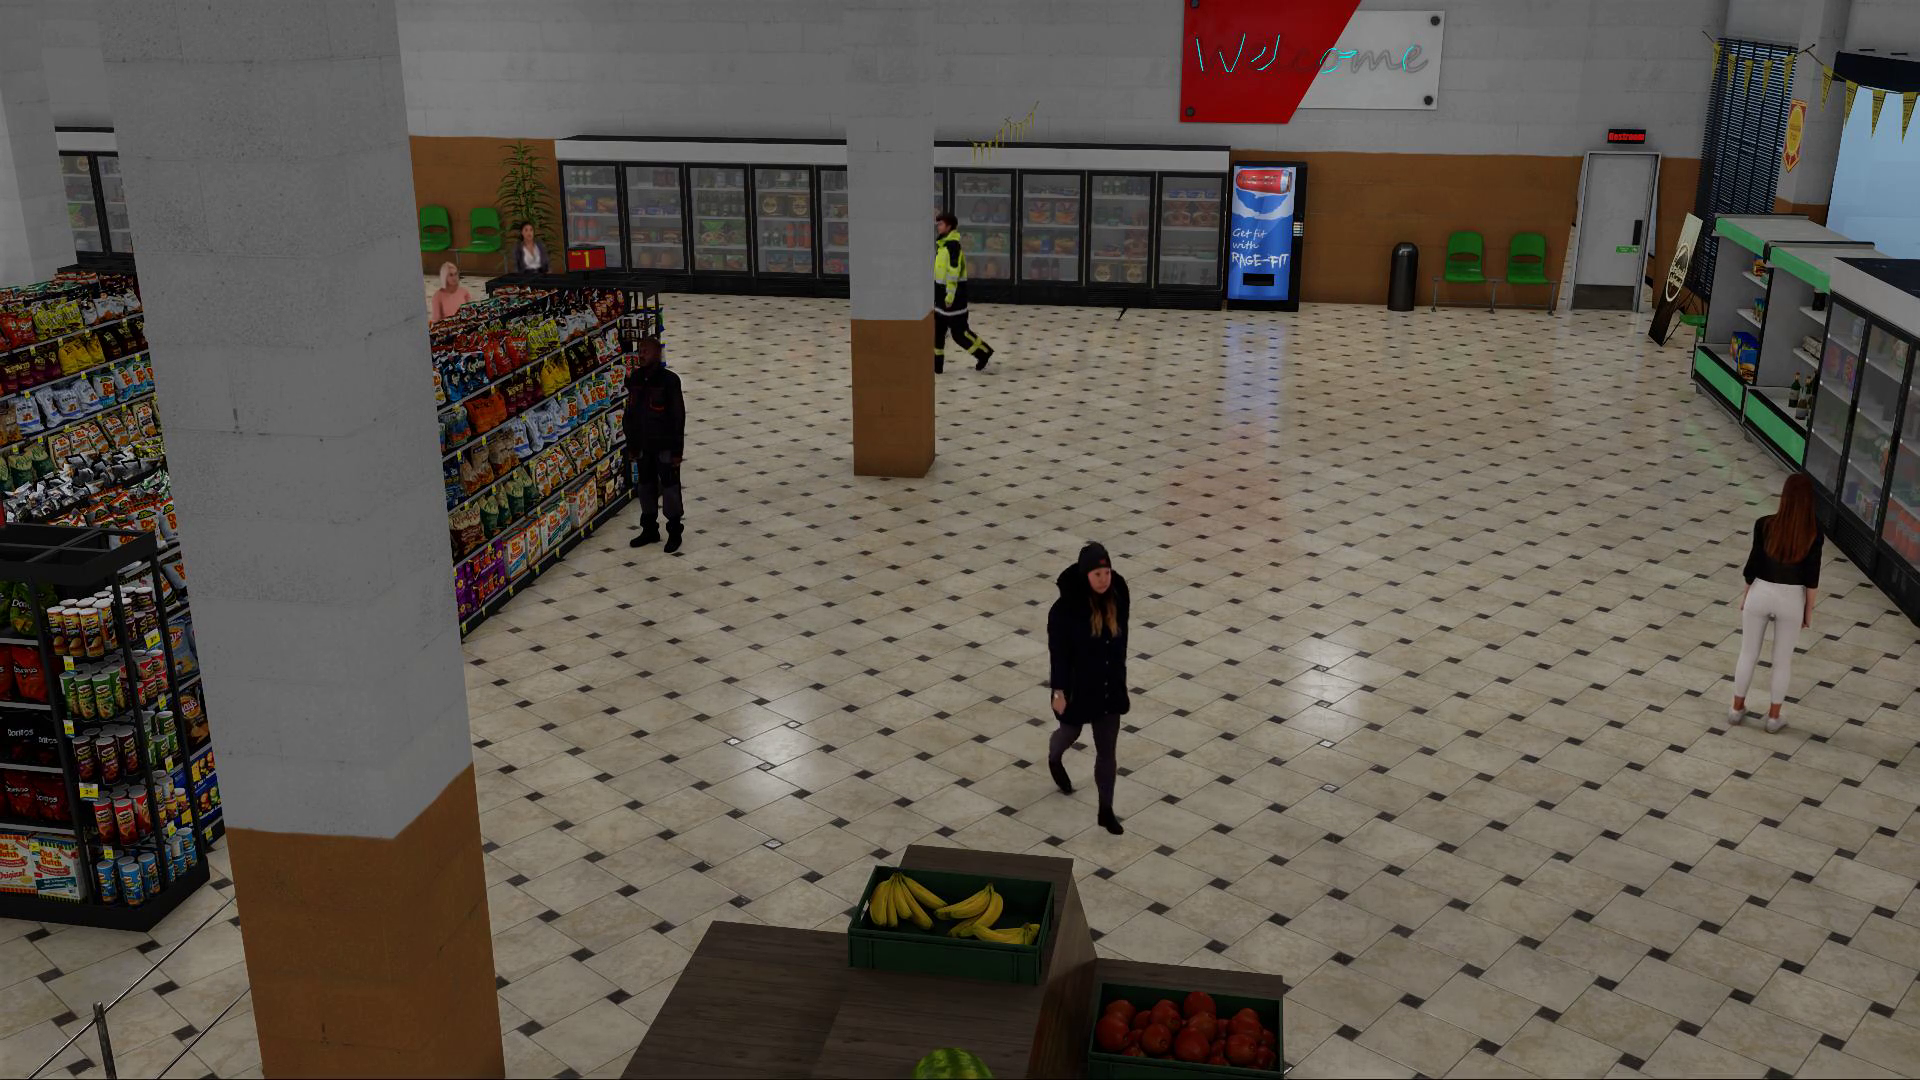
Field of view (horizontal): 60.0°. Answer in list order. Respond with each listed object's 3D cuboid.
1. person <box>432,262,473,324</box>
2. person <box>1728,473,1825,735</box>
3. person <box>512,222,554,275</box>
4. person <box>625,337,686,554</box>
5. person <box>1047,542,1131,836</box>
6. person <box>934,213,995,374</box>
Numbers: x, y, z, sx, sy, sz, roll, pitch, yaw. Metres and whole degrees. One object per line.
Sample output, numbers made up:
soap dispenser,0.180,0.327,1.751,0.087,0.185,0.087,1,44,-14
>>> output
person,-5.642,-2.222,18.475,1.035,1.668,1.171,14,23,36
person,5.226,0.398,10.656,0.655,1.699,0.642,11,22,30
person,-5.605,-3.328,21.827,1.046,1.622,1.173,-10,21,-27
person,-2.565,-0.830,14.101,0.747,1.825,0.661,7,20,20
person,0.694,0.808,9.531,1.012,1.640,1.191,-7,20,-20
person,-0.033,-2.972,20.253,1.207,1.953,1.252,-7,20,-20
